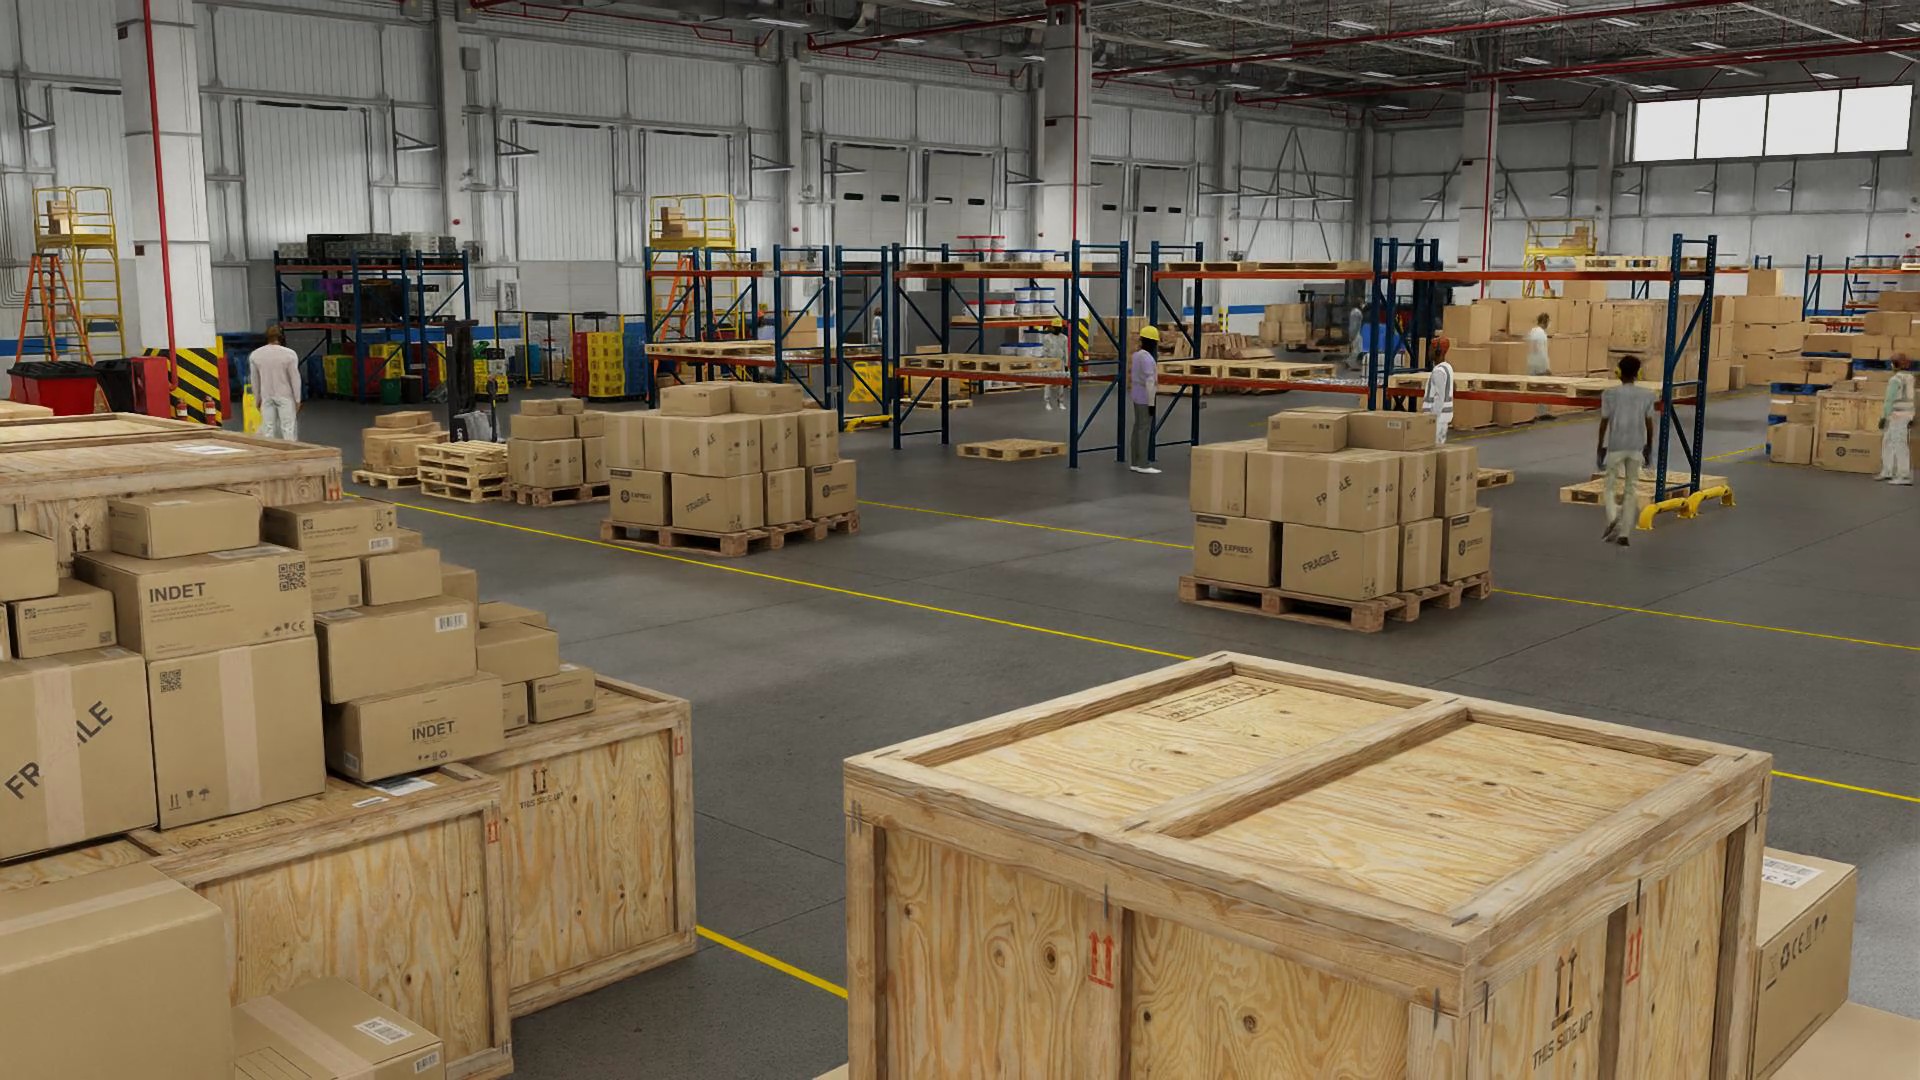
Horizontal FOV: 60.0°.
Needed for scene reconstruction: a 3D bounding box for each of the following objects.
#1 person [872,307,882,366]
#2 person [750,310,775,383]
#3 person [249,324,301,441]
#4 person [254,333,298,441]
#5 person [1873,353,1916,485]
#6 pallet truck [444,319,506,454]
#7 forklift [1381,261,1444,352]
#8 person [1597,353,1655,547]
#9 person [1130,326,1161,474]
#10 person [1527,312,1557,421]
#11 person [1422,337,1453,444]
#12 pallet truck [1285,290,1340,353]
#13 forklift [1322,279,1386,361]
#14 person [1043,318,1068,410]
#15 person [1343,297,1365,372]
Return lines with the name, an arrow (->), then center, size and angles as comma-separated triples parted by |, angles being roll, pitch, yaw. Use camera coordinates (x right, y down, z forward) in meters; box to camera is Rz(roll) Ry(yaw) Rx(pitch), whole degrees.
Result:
person -> -2.194, -5.397, 44.465 | 0.312, 1.633, 0.518 | -2, 9, -10
person -> -3.768, -3.527, 32.199 | 0.604, 1.889, 0.688 | 3, 10, 19
person -> -8.886, -1.830, 21.645 | 0.630, 1.938, 0.369 | 0, 9, 2
person -> -9.451, -1.969, 22.889 | 0.828, 1.820, 0.623 | -2, 9, -10
person -> 11.554, -1.494, 20.548 | 0.627, 1.611, 0.616 | -7, 12, -37
pallet truck -> -6.981, -1.942, 22.150 | 1.885, 1.965, 0.823 | 1, 9, 9
forklift -> 11.093, -5.216, 39.526 | 1.873, 2.768, 1.129 | 8, 12, 39
person -> 6.367, -0.852, 15.903 | 0.531, 1.858, 0.377 | 2, 10, 13
person -> 2.415, -1.825, 21.670 | 0.373, 1.920, 0.585 | -2, 10, -14
person -> 10.009, -3.017, 29.069 | 0.832, 1.890, 0.749 | 3, 10, 16
person -> 5.445, -1.372, 19.007 | 0.356, 1.883, 0.574 | 4, 10, 21
pallet truck -> 11.297, -6.951, 52.861 | 1.885, 1.965, 0.823 | -5, 11, -29
forklift -> 11.366, -6.501, 47.401 | 1.873, 2.768, 1.129 | 3, 10, 17
person -> 1.812, -3.321, 31.409 | 0.485, 1.739, 0.320 | -2, 9, -11
person -> 10.225, -5.287, 42.884 | 0.420, 1.922, 0.641 | 3, 10, 18
